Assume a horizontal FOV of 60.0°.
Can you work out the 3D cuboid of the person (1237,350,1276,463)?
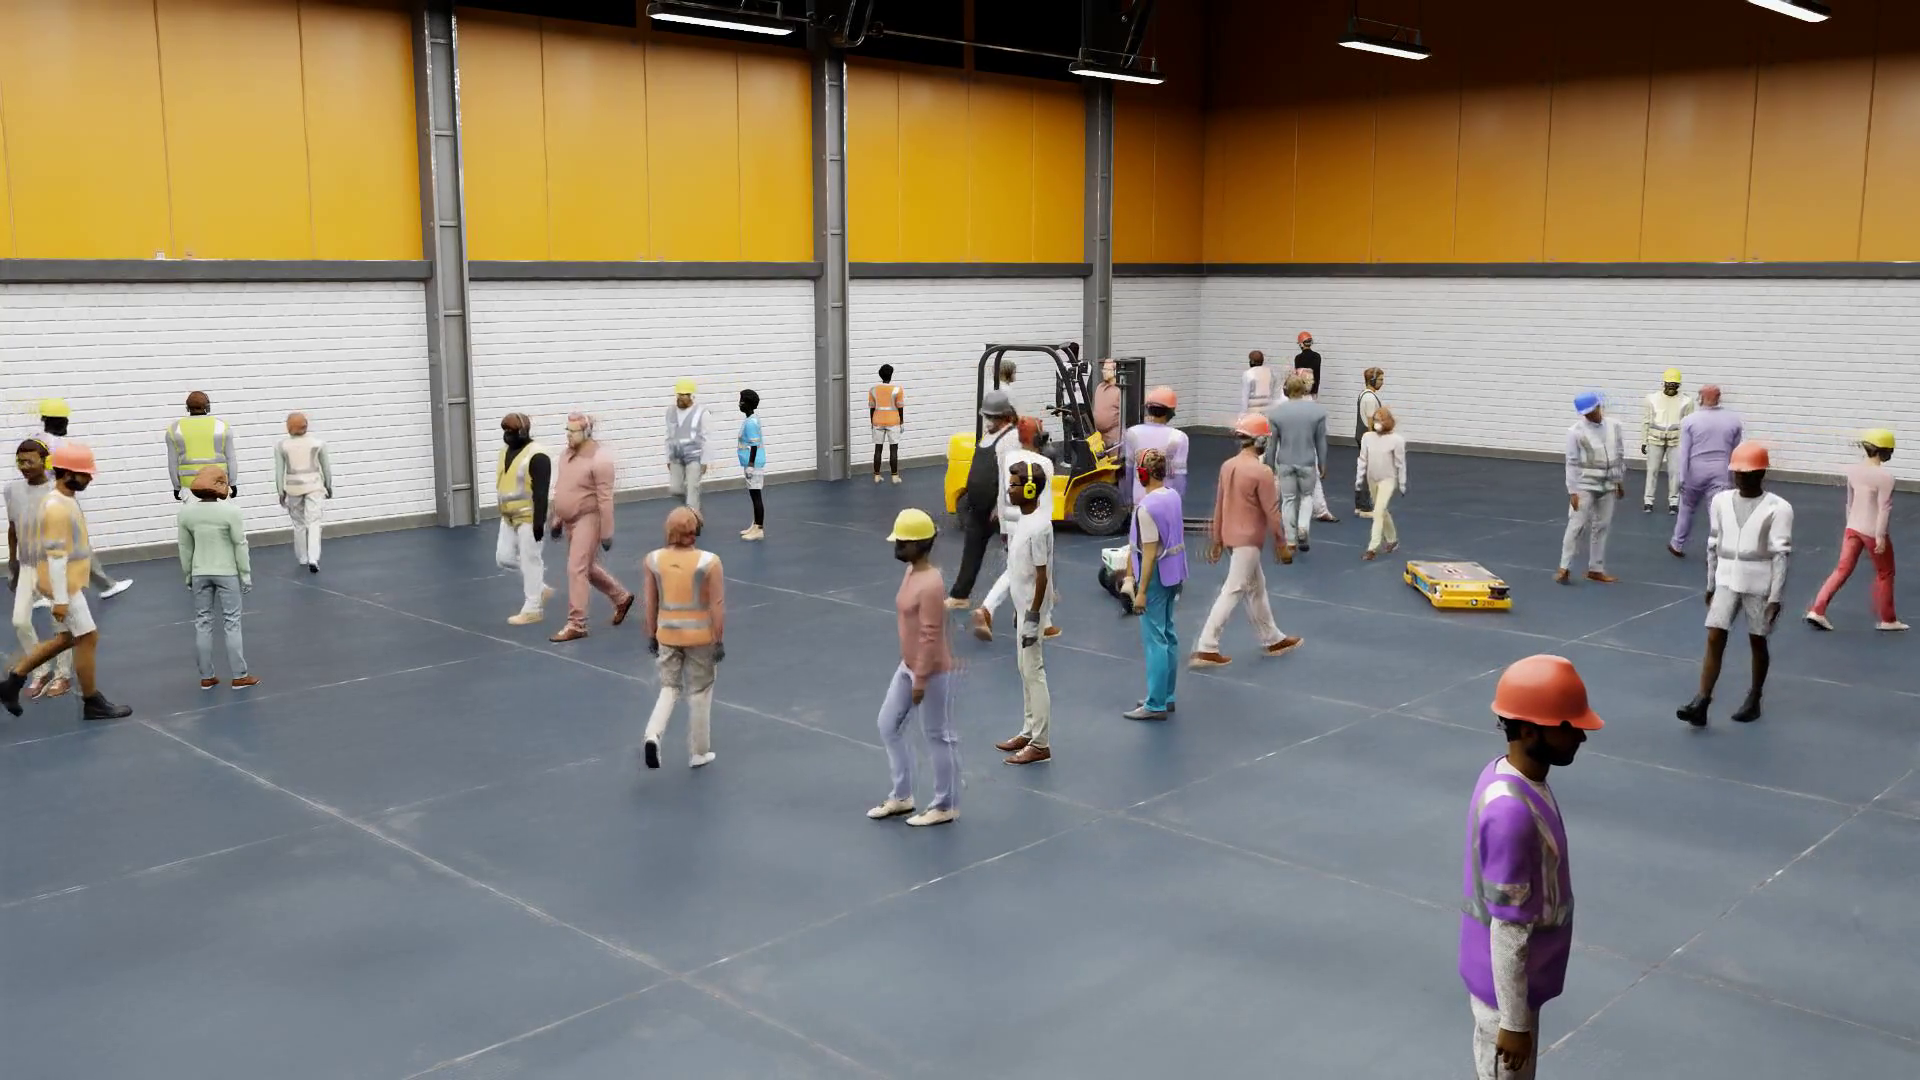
[{"bbox_3d":[4.402,-1.920,24.844,0.638,1.824,0.470,-4,10,-24],"label":"person"}]

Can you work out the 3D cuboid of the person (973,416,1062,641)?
[{"bbox_3d":[0.479,-0.074,13.471,0.586,1.861,0.798,9,13,44],"label":"person"}]

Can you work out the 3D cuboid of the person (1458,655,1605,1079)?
[{"bbox_3d":[1.654,1.281,4.888,0.362,1.935,0.553,3,10,19],"label":"person"}]

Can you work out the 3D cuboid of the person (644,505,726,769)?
[{"bbox_3d":[-1.671,0.609,9.979,0.518,1.622,0.538,3,10,16],"label":"person"}]

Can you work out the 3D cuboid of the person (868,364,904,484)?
[{"bbox_3d":[-1.038,-1.635,23.523,0.531,1.694,0.320,3,10,17],"label":"person"}]

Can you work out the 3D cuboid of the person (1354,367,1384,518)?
[{"bbox_3d":[5.009,-1.189,20.318,0.345,1.845,0.508,0,9,1],"label":"person"}]

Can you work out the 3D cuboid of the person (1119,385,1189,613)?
[{"bbox_3d":[1.704,-0.359,14.747,0.613,2.014,0.929,4,10,25],"label":"person"}]

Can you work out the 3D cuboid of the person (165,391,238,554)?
[{"bbox_3d":[-7.463,-0.553,16.427,0.627,1.844,0.429,-3,10,-20],"label":"person"}]

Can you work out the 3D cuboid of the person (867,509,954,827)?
[{"bbox_3d":[-0.297,0.703,8.976,0.591,1.747,0.547,-3,10,-17],"label":"person"}]

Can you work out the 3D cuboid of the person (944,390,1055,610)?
[{"bbox_3d":[0.362,-0.382,14.765,1.021,2.000,0.684,-5,11,-30],"label":"person"}]

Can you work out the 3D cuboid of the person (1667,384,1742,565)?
[{"bbox_3d":[7.679,-0.683,17.185,0.654,1.853,1.012,1,9,5],"label":"person"}]

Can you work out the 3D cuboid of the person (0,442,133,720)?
[{"bbox_3d":[-6.021,0.302,11.013,0.774,1.900,0.608,-4,10,-24],"label":"person"}]

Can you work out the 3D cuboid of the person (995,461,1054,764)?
[{"bbox_3d":[0.407,0.442,10.237,0.328,1.872,0.513,-1,9,-7],"label":"person"}]

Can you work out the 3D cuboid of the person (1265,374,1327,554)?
[{"bbox_3d":[3.567,-0.799,17.692,0.640,1.919,0.432,1,9,8],"label":"person"}]

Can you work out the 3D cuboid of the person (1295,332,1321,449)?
[{"bbox_3d":[5.792,-2.498,27.913,0.611,1.984,0.401,-7,12,-37],"label":"person"}]

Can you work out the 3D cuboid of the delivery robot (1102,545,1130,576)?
[{"bbox_3d":[1.694,0.190,15.490,0.707,0.478,0.477,0,9,-7],"label":"delivery robot"}]

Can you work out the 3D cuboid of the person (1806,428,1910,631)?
[{"bbox_3d":[7.533,-0.081,13.880,0.883,1.728,0.532,-2,9,-12],"label":"person"}]

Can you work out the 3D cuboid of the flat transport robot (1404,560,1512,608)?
[{"bbox_3d":[4.590,0.396,15.410,0.652,0.197,1.431,1,9,3],"label":"flat transport robot"}]

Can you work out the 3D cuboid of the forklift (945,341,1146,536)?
[{"bbox_3d":[0.977,-1.223,19.452,2.313,2.155,1.214,2,9,11],"label":"forklift"}]

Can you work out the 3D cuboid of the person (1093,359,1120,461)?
[{"bbox_3d":[1.879,-1.326,20.951,0.408,1.913,0.642,-7,12,-37],"label":"person"}]

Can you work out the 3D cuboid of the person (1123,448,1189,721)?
[{"bbox_3d":[1.324,0.302,11.190,0.396,1.839,0.564,4,10,26],"label":"person"}]

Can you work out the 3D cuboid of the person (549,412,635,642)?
[{"bbox_3d":[-3.067,-0.139,13.768,0.857,1.879,0.644,-8,12,-41],"label":"person"}]

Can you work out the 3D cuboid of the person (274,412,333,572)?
[{"bbox_3d":[-6.611,-0.491,16.759,0.516,1.604,0.805,-2,9,-11],"label":"person"}]

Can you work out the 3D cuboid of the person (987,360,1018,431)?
[{"bbox_3d":[0.545,-1.253,20.484,0.436,1.926,0.646,-2,9,-11],"label":"person"}]

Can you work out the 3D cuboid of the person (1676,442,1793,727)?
[{"bbox_3d":[5.103,0.314,10.925,0.930,1.896,0.570,-8,12,-41],"label":"person"}]

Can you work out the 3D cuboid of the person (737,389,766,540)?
[{"bbox_3d":[-2.338,-0.845,18.653,0.321,1.697,0.530,-1,9,-7],"label":"person"}]

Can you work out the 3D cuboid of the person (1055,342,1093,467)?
[{"bbox_3d":[1.747,-2.064,25.475,0.587,1.914,0.390,-2,9,-9],"label":"person"}]

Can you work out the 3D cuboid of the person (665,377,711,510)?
[{"bbox_3d":[-3.089,-0.946,18.907,0.588,1.814,0.477,3,10,20],"label":"person"}]

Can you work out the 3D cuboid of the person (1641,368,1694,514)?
[{"bbox_3d":[8.761,-1.225,20.613,0.596,1.825,0.403,4,10,24],"label":"person"}]

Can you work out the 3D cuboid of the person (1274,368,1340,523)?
[{"bbox_3d":[4.076,-1.137,19.992,0.652,1.862,0.976,-9,13,-44],"label":"person"}]

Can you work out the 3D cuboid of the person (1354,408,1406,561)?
[{"bbox_3d":[4.461,-0.608,17.534,0.826,1.590,0.482,-8,12,-41],"label":"person"}]

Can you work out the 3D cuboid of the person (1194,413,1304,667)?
[{"bbox_3d":[2.222,0.002,12.755,1.042,1.942,0.613,-3,10,-18],"label":"person"}]

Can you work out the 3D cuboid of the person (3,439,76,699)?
[{"bbox_3d":[-6.465,0.212,11.694,0.560,1.851,0.526,-1,9,-5],"label":"person"}]

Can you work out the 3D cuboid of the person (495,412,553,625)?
[{"bbox_3d":[-3.722,-0.186,14.211,0.652,1.827,0.443,8,12,41],"label":"person"}]

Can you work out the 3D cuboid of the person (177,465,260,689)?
[{"bbox_3d":[-5.366,0.271,12.011,0.499,1.633,0.281,1,9,3],"label":"person"}]

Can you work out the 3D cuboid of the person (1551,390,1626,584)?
[{"bbox_3d":[6.069,-0.500,15.968,0.696,1.897,0.379,-3,10,-18],"label":"person"}]

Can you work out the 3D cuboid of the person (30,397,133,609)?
[{"bbox_3d":[-8.055,-0.342,15.010,0.591,1.886,0.945,6,11,34],"label":"person"}]
